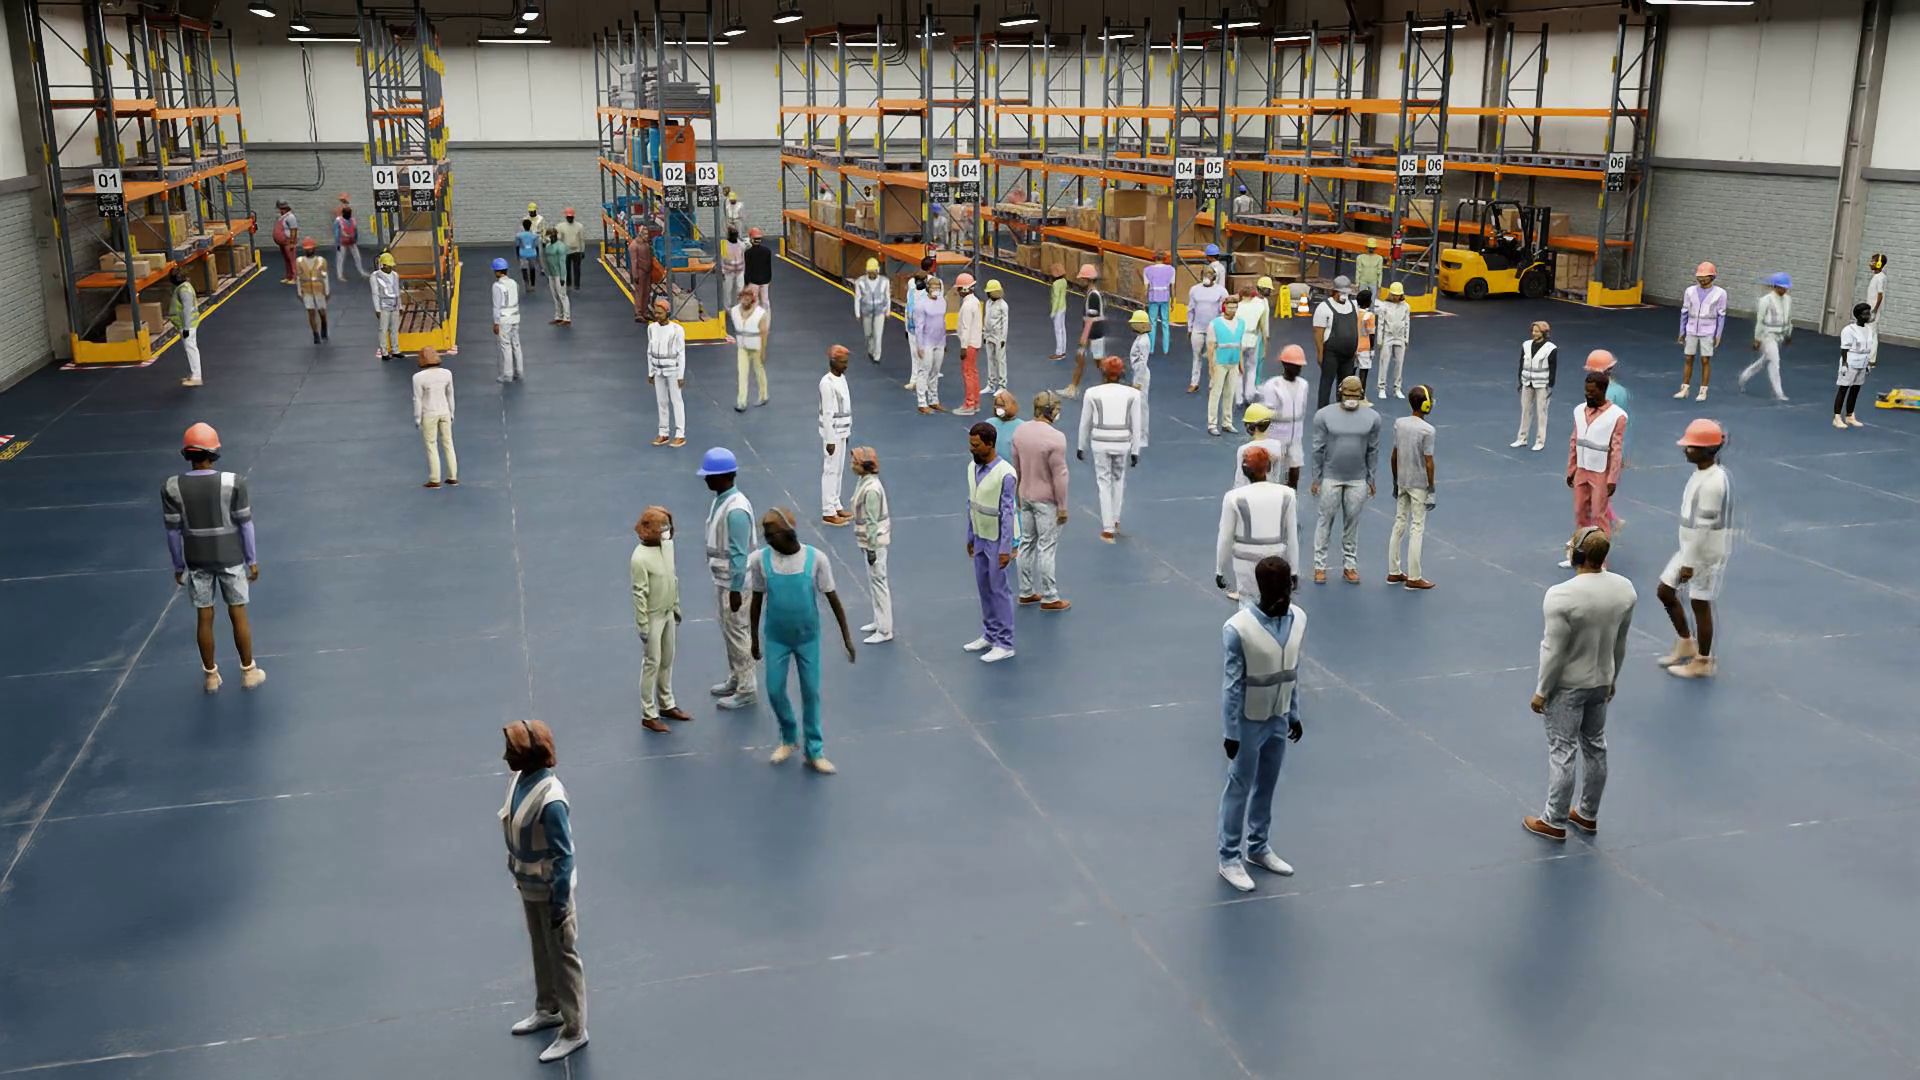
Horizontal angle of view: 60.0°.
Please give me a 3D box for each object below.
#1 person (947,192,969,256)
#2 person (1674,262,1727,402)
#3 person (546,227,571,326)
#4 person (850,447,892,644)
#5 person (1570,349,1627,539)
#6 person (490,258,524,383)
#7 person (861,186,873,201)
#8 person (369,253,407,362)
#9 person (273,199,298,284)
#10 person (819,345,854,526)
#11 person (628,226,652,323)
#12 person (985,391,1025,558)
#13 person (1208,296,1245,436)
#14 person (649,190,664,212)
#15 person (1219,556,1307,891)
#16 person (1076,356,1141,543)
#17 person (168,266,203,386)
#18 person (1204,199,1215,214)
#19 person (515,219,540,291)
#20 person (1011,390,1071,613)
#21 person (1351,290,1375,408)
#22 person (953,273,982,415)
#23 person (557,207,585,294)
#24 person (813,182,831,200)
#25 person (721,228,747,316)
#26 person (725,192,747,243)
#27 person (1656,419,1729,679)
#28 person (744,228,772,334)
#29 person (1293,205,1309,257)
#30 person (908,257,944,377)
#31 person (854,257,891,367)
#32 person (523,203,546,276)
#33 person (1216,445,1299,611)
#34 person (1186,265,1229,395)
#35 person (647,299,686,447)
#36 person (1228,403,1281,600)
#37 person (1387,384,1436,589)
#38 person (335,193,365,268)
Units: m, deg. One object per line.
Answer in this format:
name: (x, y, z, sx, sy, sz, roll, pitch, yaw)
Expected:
person: (-0.043, -8.339, 44.555, 0.591, 1.915, 0.391, 6, 16, 21)
person: (10.862, -3.051, 24.411, 0.616, 2.041, 0.379, 14, 20, 41)
person: (-7.894, -5.158, 32.572, 0.379, 1.931, 0.625, -13, 20, -40)
person: (-0.726, 0.033, 13.623, 0.333, 1.627, 0.522, -2, 15, -7)
person: (6.351, -0.894, 16.420, 0.645, 1.969, 0.563, -11, 18, -35)
person: (-7.133, -3.448, 26.124, 0.422, 1.940, 0.600, 4, 16, 16)
person: (-2.710, -9.541, 49.194, 0.510, 1.862, 0.326, 9, 17, 29)
person: (-9.690, -3.949, 28.216, 0.403, 1.823, 0.586, 7, 17, 26)
person: (-16.166, -7.155, 39.863, 0.536, 2.000, 0.675, -13, 20, -40)
person: (-1.294, -1.098, 17.364, 0.337, 1.884, 0.584, 3, 15, 10)
person: (-6.315, -5.286, 33.118, 0.400, 1.892, 0.659, 5, 16, 18)
person: (0.444, -0.635, 16.105, 0.503, 1.632, 0.274, 8, 17, 28)
person: (3.507, -2.311, 22.012, 0.571, 1.840, 0.374, -8, 17, -29)
person: (-8.348, -8.757, 46.134, 0.590, 1.918, 0.395, 11, 19, 37)
person: (1.696, 1.005, 9.391, 0.590, 1.918, 0.389, -11, 18, -35)
person: (1.488, -0.947, 16.841, 0.599, 1.850, 0.849, -2, 15, -7)
person: (-12.030, -3.321, 25.817, 0.429, 1.841, 0.634, -7, 16, -23)
person: (7.803, -10.046, 51.415, 0.536, 1.691, 0.319, -1, 15, -3)
person: (-9.908, -6.520, 38.171, 0.538, 1.680, 0.674, -5, 16, -17)
person: (0.702, -0.333, 14.402, 0.377, 1.933, 0.628, -12, 19, -37)
person: (5.778, -2.754, 23.958, 0.315, 1.695, 0.541, -9, 17, -30)
person: (0.105, -2.759, 23.439, 0.412, 1.982, 0.623, 3, 15, 11)
person: (-8.919, -6.645, 38.099, 0.631, 1.965, 0.907, -5, 16, -18)
person: (-4.203, -9.971, 50.763, 0.555, 1.897, 0.545, 1, 15, 3)
person: (-4.610, -5.435, 33.867, 0.632, 1.797, 0.941, -6, 16, -20)
person: (-6.316, -8.871, 46.789, 0.628, 1.801, 0.465, 6, 16, 21)
person: (5.578, 0.084, 12.647, 0.533, 2.024, 0.605, 3, 15, 11)
person: (-3.815, -4.859, 31.308, 0.611, 1.996, 0.379, -13, 20, -41)
person: (8.833, -7.845, 42.984, 0.322, 1.769, 0.523, -10, 18, -33)
person: (-0.536, -3.527, 26.448, 0.596, 1.915, 0.370, 5, 16, 18)
person: (-1.462, -3.846, 27.869, 0.603, 1.805, 0.784, -1, 15, -2)
person: (-10.654, -7.514, 41.632, 0.594, 1.825, 0.404, 2, 15, 9)
person: (2.205, 0.182, 12.609, 0.607, 1.851, 0.857, -3, 15, -11)
person: (3.703, -3.157, 25.013, 0.629, 1.940, 0.373, 7, 16, 25)
person: (-3.752, -2.133, 21.274, 0.573, 1.880, 0.359, 8, 17, 28)
person: (2.617, -0.336, 14.746, 0.523, 1.761, 0.339, -11, 18, -34)
person: (4.121, -0.482, 15.079, 0.327, 1.872, 0.516, -9, 17, -29)
person: (-16.207, -8.169, 43.888, 0.627, 1.938, 1.086, 4, 15, 16)
